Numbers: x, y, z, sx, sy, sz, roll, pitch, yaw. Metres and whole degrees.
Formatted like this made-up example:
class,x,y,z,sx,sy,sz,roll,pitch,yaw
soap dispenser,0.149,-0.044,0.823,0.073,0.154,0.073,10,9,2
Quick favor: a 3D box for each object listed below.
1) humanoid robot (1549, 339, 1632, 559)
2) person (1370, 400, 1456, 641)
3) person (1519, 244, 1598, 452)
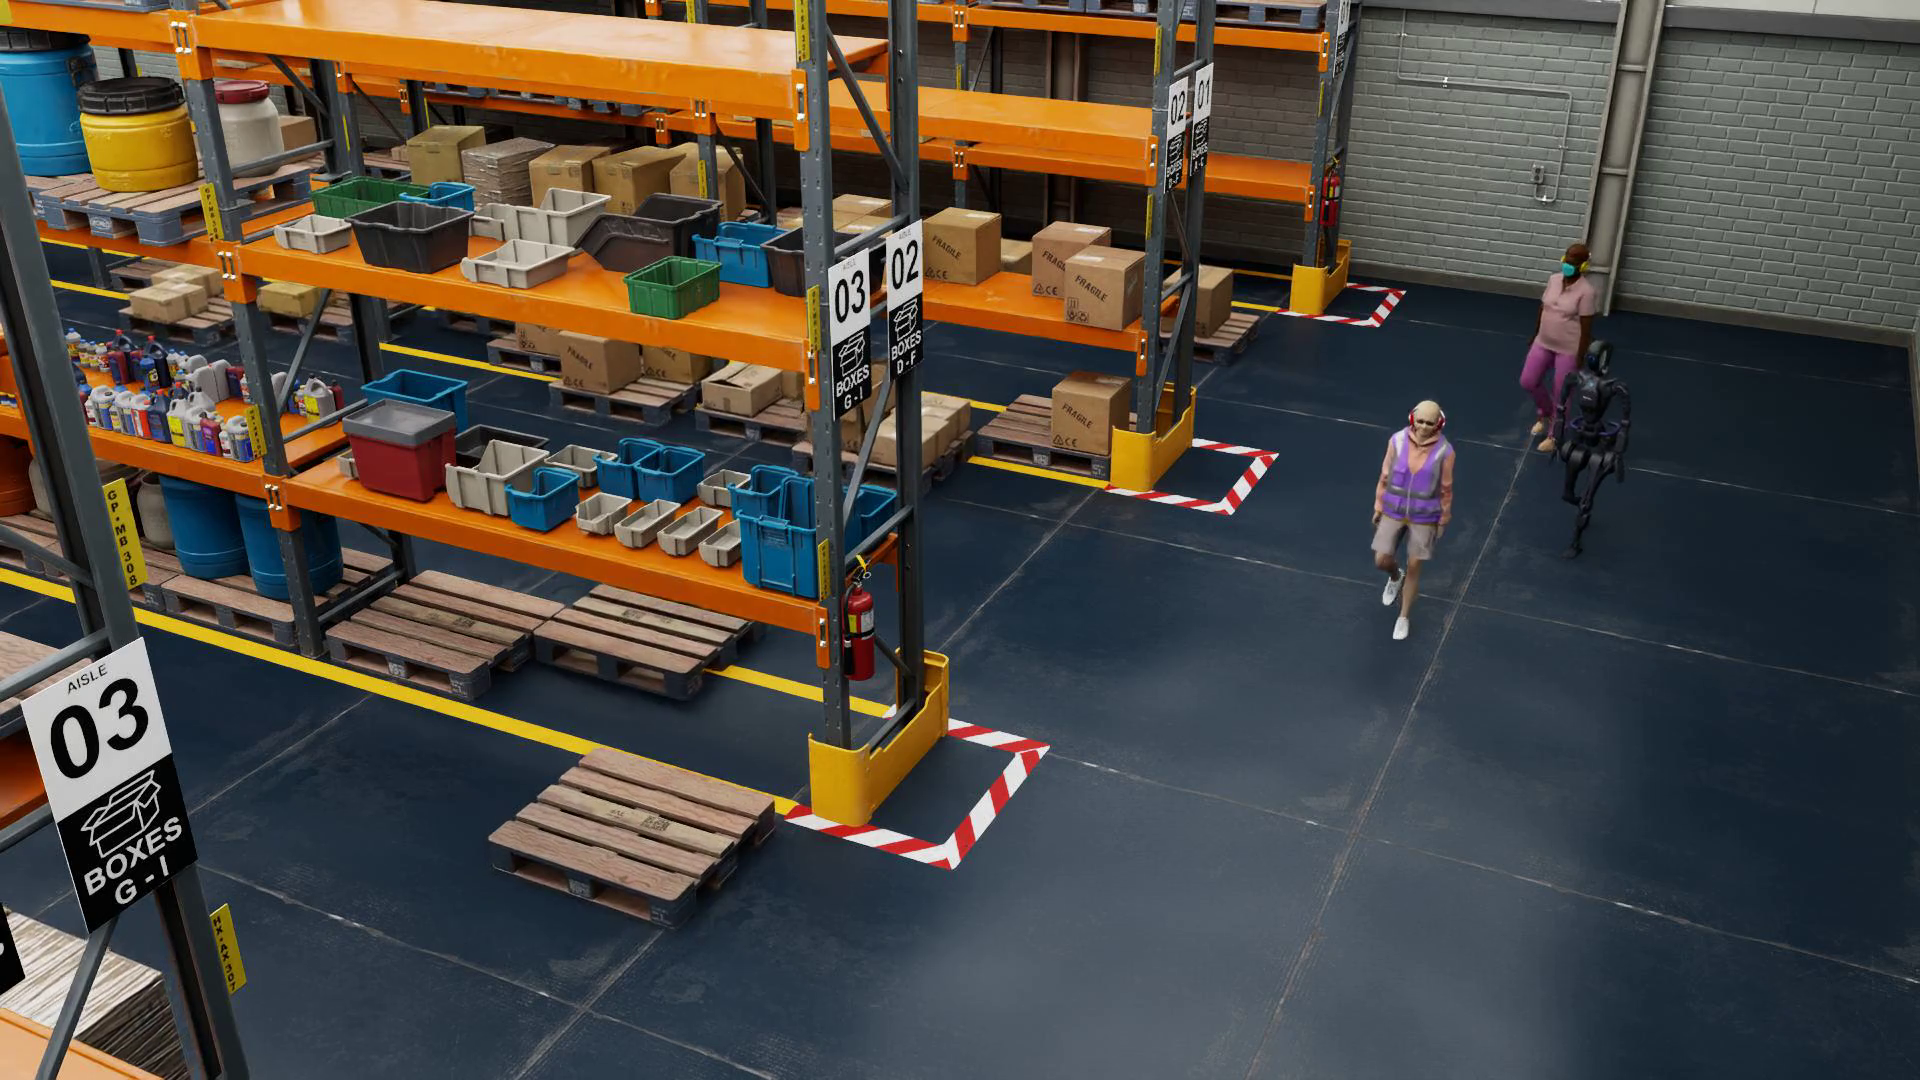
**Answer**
class,x,y,z,sx,sy,sz,roll,pitch,yaw
humanoid robot,4.665,-0.706,12.178,0.595,1.630,0.648,23,34,38
person,3.004,-0.161,11.030,0.510,1.675,0.448,13,29,25
person,4.966,-1.595,13.817,0.406,1.782,0.549,-18,31,-32
